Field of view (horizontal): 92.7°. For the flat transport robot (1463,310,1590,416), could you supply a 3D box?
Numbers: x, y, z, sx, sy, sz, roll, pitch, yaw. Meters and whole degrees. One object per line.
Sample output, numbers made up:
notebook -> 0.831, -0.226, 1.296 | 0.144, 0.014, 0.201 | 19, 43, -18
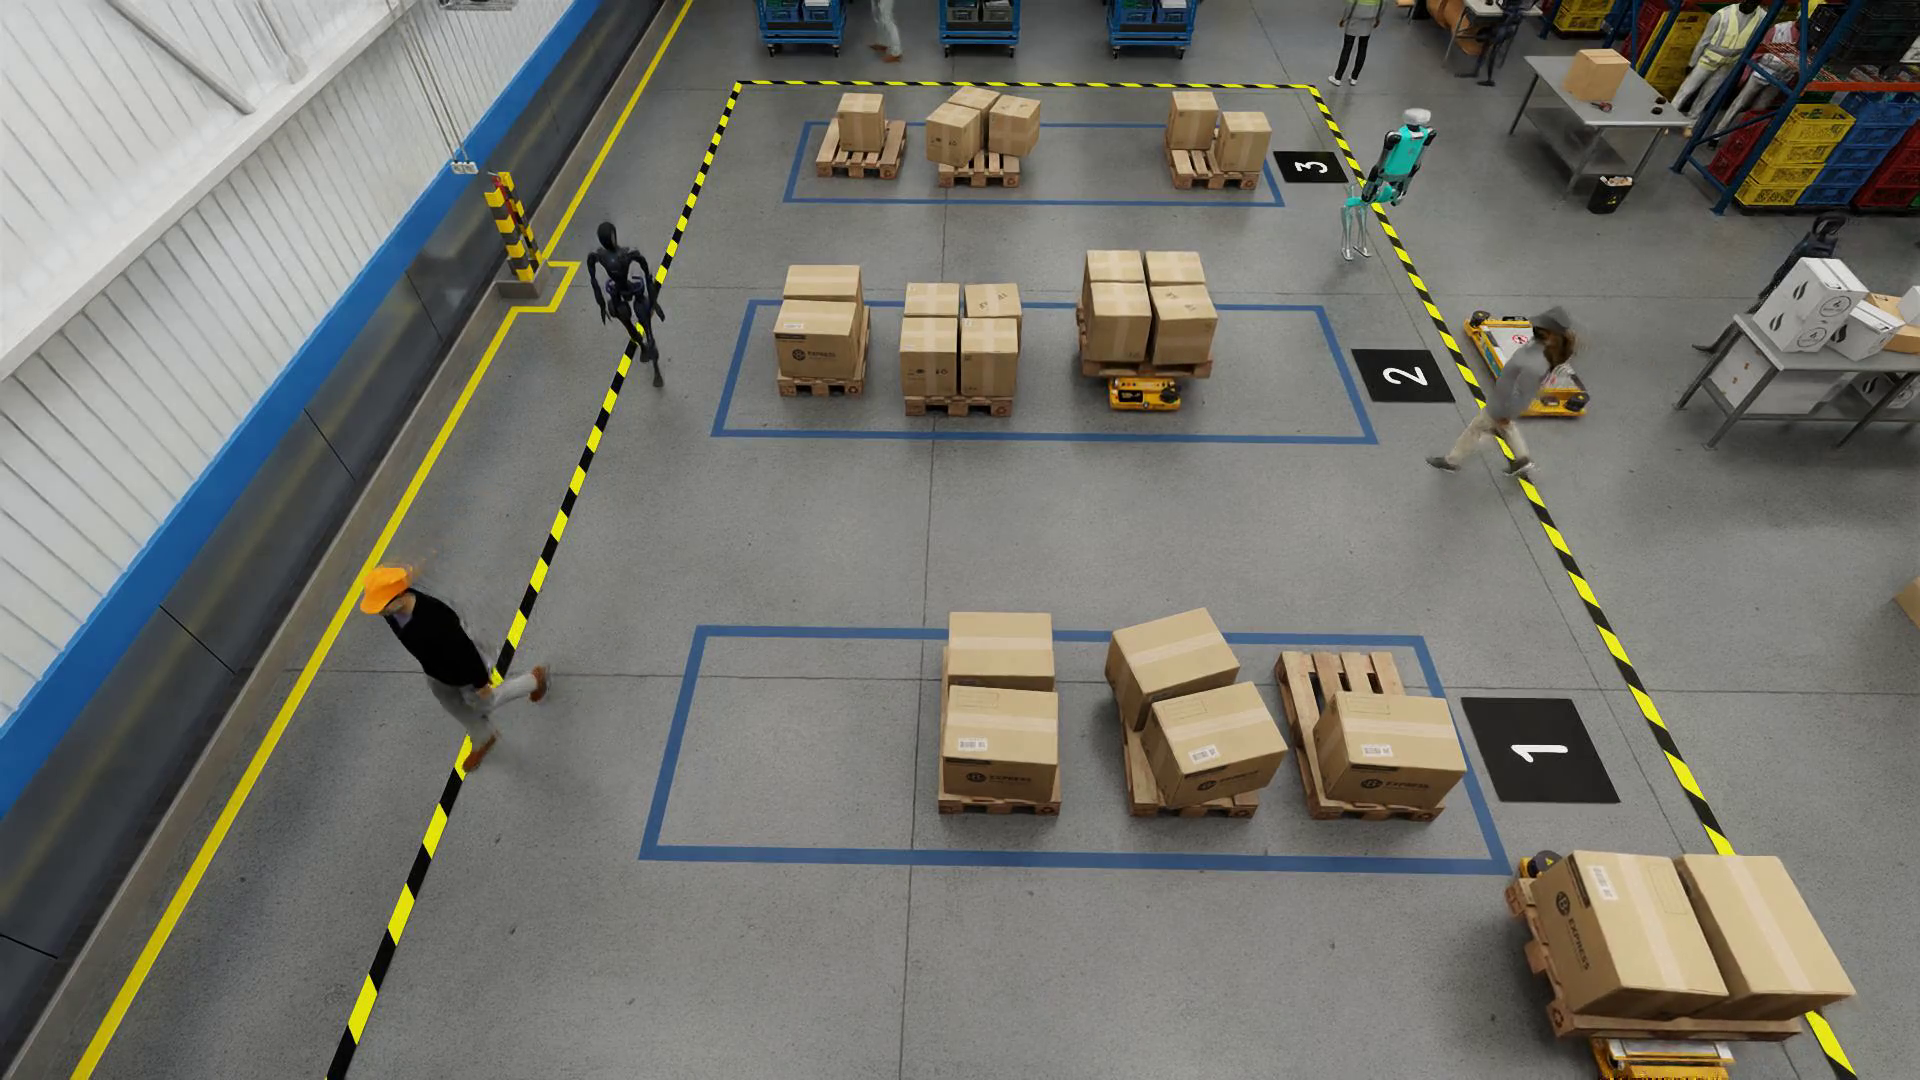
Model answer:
flat transport robot -> 5.573, -1.757, 9.054 | 0.659, 0.231, 1.431 | 1, 49, 1

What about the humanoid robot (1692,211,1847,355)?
humanoid robot -> 7.699, -2.290, 8.600 | 0.689, 1.629, 0.608 | 14, 50, 11

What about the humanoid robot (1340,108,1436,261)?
humanoid robot -> 4.462, -3.849, 9.808 | 0.533, 1.673, 0.735 | -11, 50, -9

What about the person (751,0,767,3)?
person -> -3.376, -9.864, 14.949 | 0.604, 1.966, 0.367 | 8, 50, 7

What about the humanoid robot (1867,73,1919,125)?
humanoid robot -> 11.954, -5.605, 11.440 | 1.043, 1.753, 0.558 | -5, 49, -4

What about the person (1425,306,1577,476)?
person -> 4.588, -1.179, 7.569 | 0.712, 1.745, 0.580 | 34, 57, 26

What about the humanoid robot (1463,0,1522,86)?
humanoid robot -> 7.672, -7.307, 12.924 | 0.338, 1.658, 0.584 | 6, 49, 5

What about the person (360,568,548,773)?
person -> -3.202, 0.744, 5.836 | 0.587, 1.862, 0.723 | 18, 52, 15

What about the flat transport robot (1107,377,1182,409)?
flat transport robot -> 1.774, -1.844, 9.111 | 0.652, 0.197, 1.431 | 1, 49, 1

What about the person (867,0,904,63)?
person -> -1.160, -8.110, 13.479 | 0.662, 1.893, 0.670 | 2, 49, 1

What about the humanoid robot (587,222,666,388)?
humanoid robot -> -3.093, -2.221, 8.551 | 0.589, 1.621, 0.777 | -8, 50, -7

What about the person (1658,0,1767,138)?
person -> 9.733, -6.140, 11.816 | 0.617, 1.836, 0.431 | 9, 50, 7

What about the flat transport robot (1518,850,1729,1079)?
flat transport robot -> 3.874, 2.536, 5.319 | 0.652, 0.197, 1.431 | 1, 49, 1

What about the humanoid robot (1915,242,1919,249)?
humanoid robot -> 11.422, -3.954, 10.040 | 0.720, 1.626, 0.613 | -5, 49, -4

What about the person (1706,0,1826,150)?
person -> 10.182, -5.815, 11.533 | 0.598, 1.828, 0.404 | 15, 51, 13

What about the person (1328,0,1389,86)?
person -> 5.647, -7.363, 12.860 | 0.587, 1.853, 0.378 | -1, 49, -1
